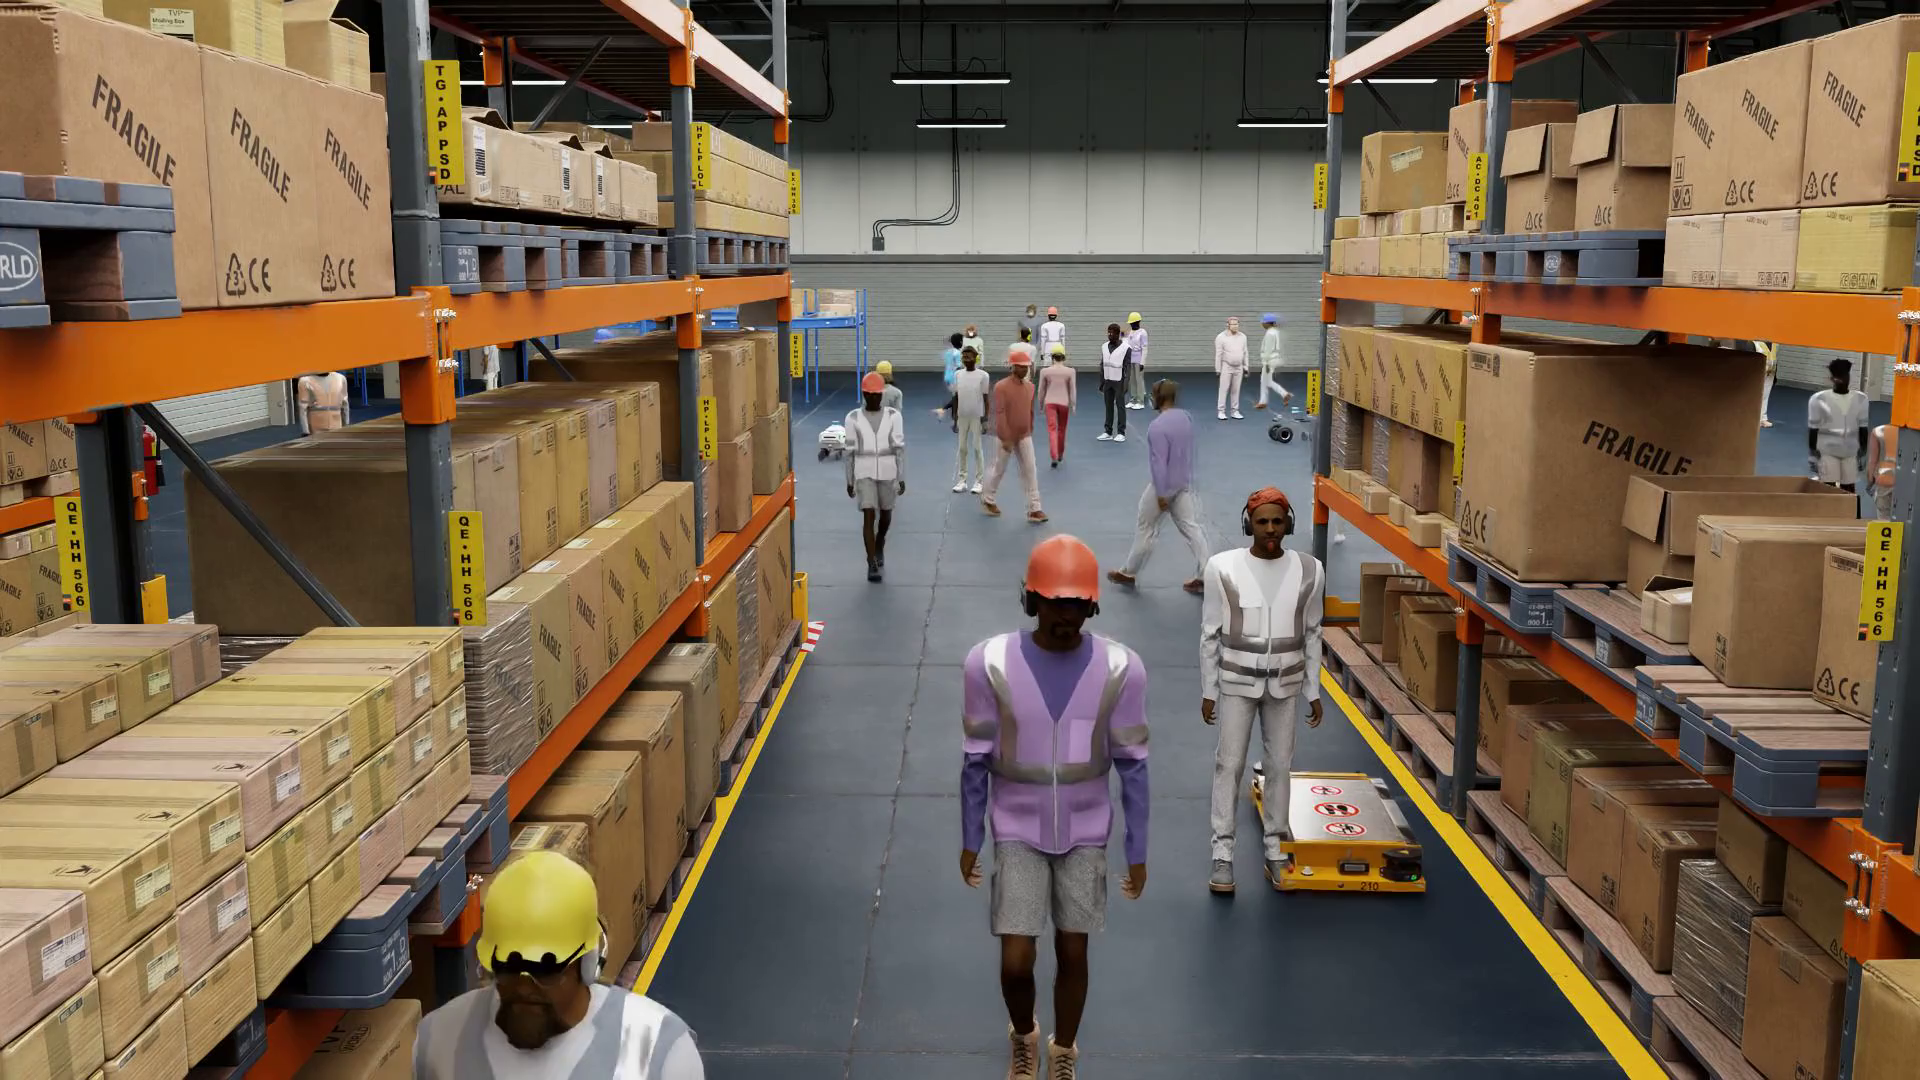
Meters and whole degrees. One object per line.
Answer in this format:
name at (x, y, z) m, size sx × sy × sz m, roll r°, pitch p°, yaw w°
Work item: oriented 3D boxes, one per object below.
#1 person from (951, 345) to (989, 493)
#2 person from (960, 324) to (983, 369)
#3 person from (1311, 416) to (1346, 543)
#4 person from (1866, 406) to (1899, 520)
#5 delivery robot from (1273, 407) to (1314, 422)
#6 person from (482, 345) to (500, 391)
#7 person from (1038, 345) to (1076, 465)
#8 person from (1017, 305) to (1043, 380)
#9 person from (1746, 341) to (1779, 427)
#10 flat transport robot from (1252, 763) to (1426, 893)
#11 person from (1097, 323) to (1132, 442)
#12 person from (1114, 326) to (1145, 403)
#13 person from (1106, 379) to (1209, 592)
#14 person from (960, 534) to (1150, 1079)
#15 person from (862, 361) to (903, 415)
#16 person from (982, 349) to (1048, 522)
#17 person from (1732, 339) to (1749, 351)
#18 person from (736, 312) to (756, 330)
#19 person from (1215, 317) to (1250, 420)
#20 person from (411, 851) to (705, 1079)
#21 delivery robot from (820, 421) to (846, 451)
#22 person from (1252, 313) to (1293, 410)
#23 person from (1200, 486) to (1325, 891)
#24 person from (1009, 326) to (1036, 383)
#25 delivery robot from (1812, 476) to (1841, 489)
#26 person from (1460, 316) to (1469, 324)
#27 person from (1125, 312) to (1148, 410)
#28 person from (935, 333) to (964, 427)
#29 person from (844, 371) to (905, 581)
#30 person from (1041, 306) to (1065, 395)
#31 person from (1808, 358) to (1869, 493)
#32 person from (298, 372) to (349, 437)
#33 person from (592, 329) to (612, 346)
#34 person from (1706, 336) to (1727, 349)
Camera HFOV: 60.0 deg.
person at (0.127, -1.535, 21.090) m, size 0.511 × 1.865 × 0.336 m, roll 5°, pitch 11°, yaw 25°
person at (0.236, -3.722, 34.931) m, size 0.503 × 1.614 × 0.673 m, roll -1°, pitch 9°, yaw -3°
person at (3.828, -0.740, 17.054) m, size 0.499 × 1.609 × 0.738 m, roll 3°, pitch 10°, yaw 19°
person at (9.029, -0.564, 16.032) m, size 0.530 × 1.606 × 0.814 m, roll 7°, pitch 11°, yaw 34°
delivery robot at (5.463, -2.045, 27.108) m, size 0.698 × 0.223 × 0.335 m, roll -1°, pitch 10°, yaw -6°
person at (-8.440, -3.003, 29.880) m, size 0.311 × 1.863 × 0.510 m, roll 1°, pitch 10°, yaw 7°
person at (1.398, -1.956, 24.015) m, size 0.538 × 1.712 × 0.899 m, roll 0°, pitch 9°, yaw 0°
person at (1.696, -4.767, 40.398) m, size 0.643 × 1.889 × 0.961 m, roll 2°, pitch 10°, yaw 9°
person at (14.206, -2.921, 29.436) m, size 0.627 × 1.846 × 0.429 m, roll -3°, pitch 10°, yaw -17°
flat transport robot at (1.858, 1.411, 8.312) m, size 0.652 × 0.197 × 1.431 m, roll 1°, pitch 9°, yaw 4°
person at (2.535, -2.578, 27.169) m, size 0.587 × 1.913 × 0.391 m, roll 9°, pitch 13°, yaw 42°
person at (3.458, -3.608, 34.243) m, size 0.516 × 1.612 × 0.730 m, roll -9°, pitch 13°, yaw -44°
person at (1.833, -0.481, 14.735) m, size 1.044 × 1.886 × 0.644 m, roll 7°, pitch 12°, yaw 38°
person at (0.320, 0.979, 5.527) m, size 0.630 × 2.022 × 0.463 m, roll 0°, pitch 9°, yaw -3°
person at (-0.959, -1.338, 20.380) m, size 0.506 × 1.691 × 0.905 m, roll -1°, pitch 10°, yaw -6°
person at (0.592, -1.202, 18.860) m, size 0.610 × 1.949 × 1.040 m, roll -6°, pitch 11°, yaw -32°
person at (18.109, -4.398, 38.315) m, size 0.627 × 1.822 × 0.533 m, roll -7°, pitch 12°, yaw -34°
person at (-3.996, -3.216, 30.735) m, size 0.535 × 2.000 × 0.684 m, roll 4°, pitch 10°, yaw 23°
person at (5.049, -3.184, 30.850) m, size 0.650 × 1.903 × 0.399 m, roll -4°, pitch 10°, yaw -21°
person at (-0.773, 1.459, 3.275) m, size 0.598 × 1.816 × 0.534 m, roll 1°, pitch 9°, yaw 3°
delivery robot at (-1.852, -1.532, 24.795) m, size 0.477 × 0.478 × 0.707 m, roll 2°, pitch 9°, yaw 11°
person at (6.156, -3.509, 32.731) m, size 0.698 × 1.926 × 0.605 m, roll 2°, pitch 10°, yaw 13°
person at (1.391, 0.691, 7.682) m, size 0.574 × 1.883 × 0.355 m, roll 0°, pitch 9°, yaw -2°
person at (1.050, -2.749, 28.490) m, size 0.506 × 1.818 × 0.964 m, roll 2°, pitch 10°, yaw 13°
delivery robot at (9.915, -0.575, 19.077) m, size 0.477 × 0.478 × 0.707 m, roll 9°, pitch 13°, yaw 41°
person at (8.541, -2.843, 28.527) m, size 0.612 × 1.990 × 0.392 m, roll -5°, pitch 11°, yaw -27°
person at (3.484, -3.557, 33.015) m, size 0.379 × 1.919 × 0.586 m, roll -5°, pitch 10°, yaw -25°
person at (-0.168, -2.817, 29.288) m, size 0.578 × 1.671 × 0.532 m, roll -4°, pitch 10°, yaw -22°
person at (-0.799, -0.627, 15.515) m, size 0.556 × 1.913 × 0.874 m, roll -2°, pitch 10°, yaw -12°
person at (2.025, -4.135, 36.415) m, size 0.542 × 1.939 × 0.362 m, roll -2°, pitch 10°, yaw -10°
person at (9.051, -0.928, 17.244) m, size 0.611 × 1.934 × 0.635 m, roll 1°, pitch 9°, yaw 3°
person at (-7.538, -1.356, 19.856) m, size 0.623 × 1.900 × 0.750 m, roll -7°, pitch 12°, yaw -38°
person at (-5.254, -2.137, 24.489) m, size 0.798 × 1.914 × 0.614 m, roll -8°, pitch 12°, yaw -39°
person at (12.030, -2.367, 26.117) m, size 0.659 × 1.860 × 0.625 m, roll 8°, pitch 12°, yaw 39°
